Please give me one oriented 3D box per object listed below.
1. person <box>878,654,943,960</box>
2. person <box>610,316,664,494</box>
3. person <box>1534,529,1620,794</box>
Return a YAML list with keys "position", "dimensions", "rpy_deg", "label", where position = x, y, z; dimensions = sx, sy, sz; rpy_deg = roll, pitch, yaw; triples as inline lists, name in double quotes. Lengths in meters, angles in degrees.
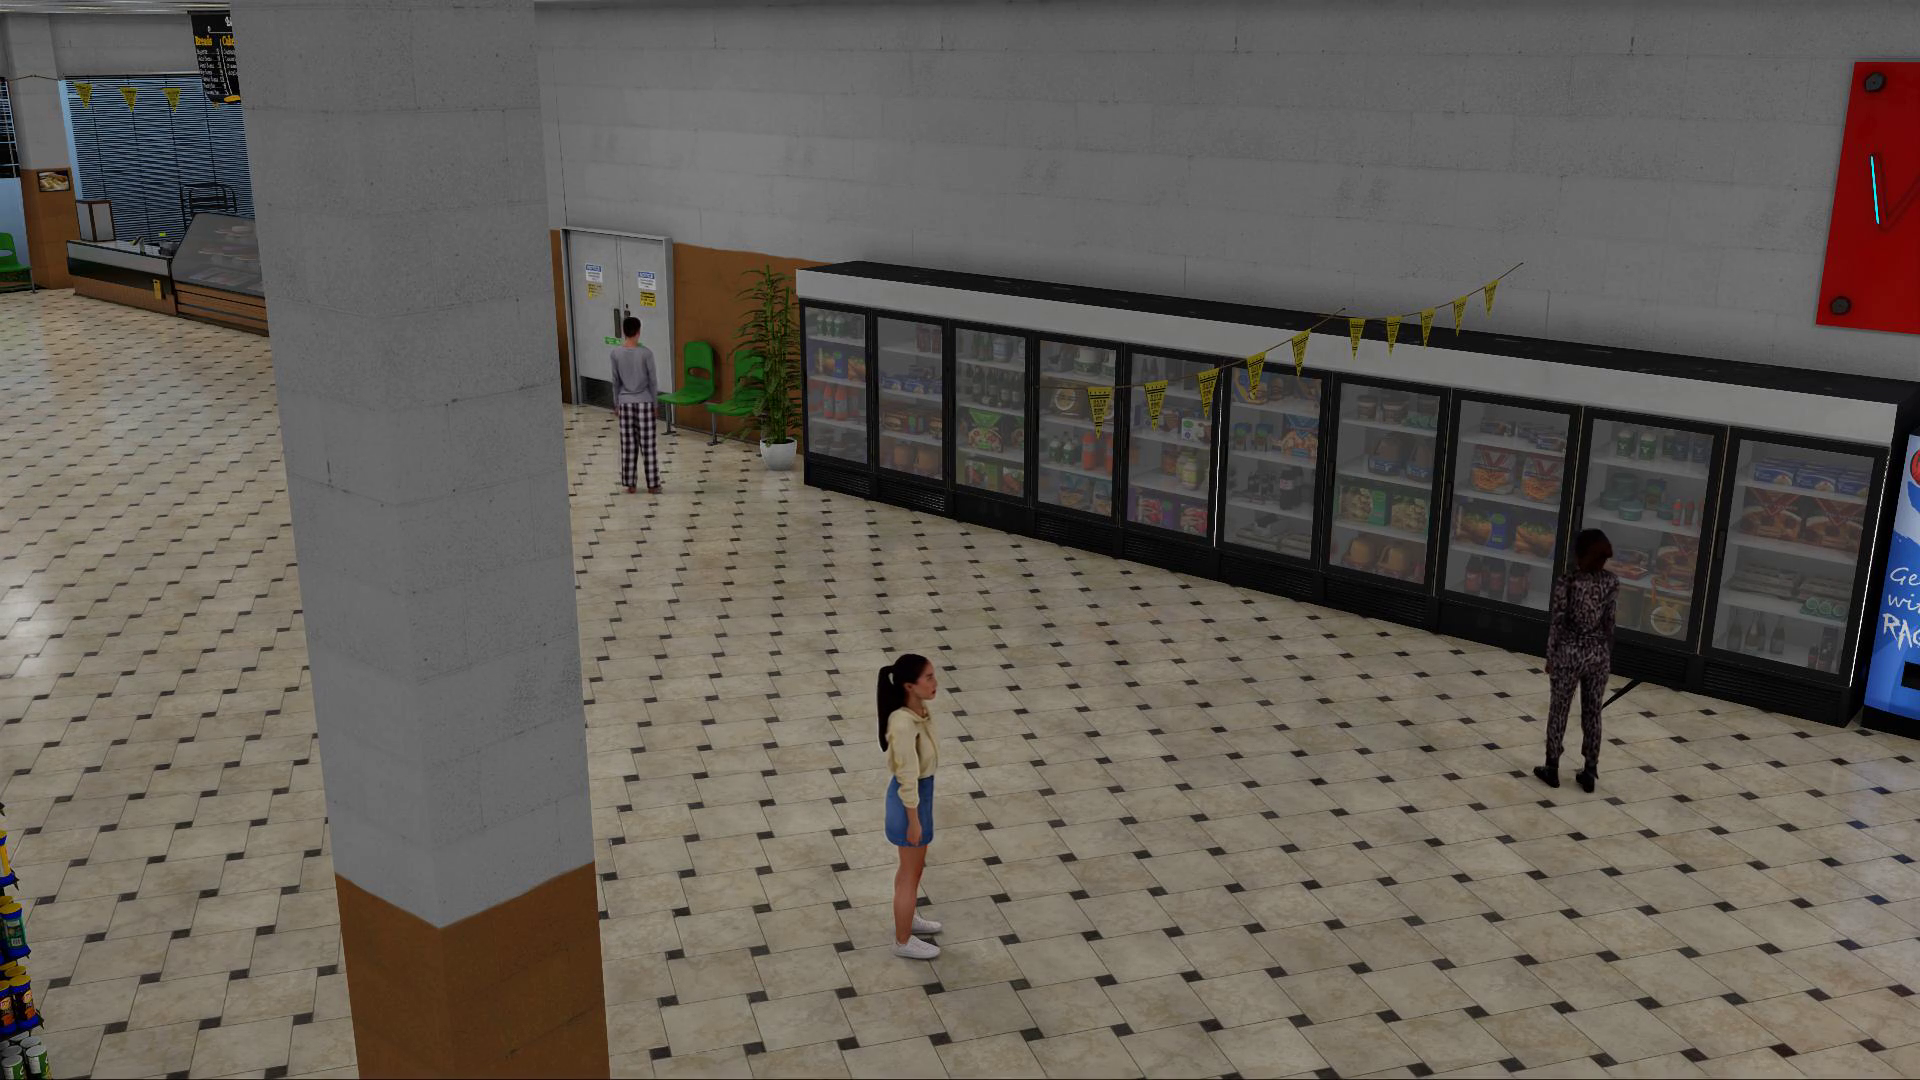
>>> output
- position: [-0.251, 1.355, 8.591]
  dimensions: [0.785, 1.631, 0.698]
  rpy_deg: [0, 17, 1]
  label: "person"
- position: [-3.367, -1.400, 17.294]
  dimensions: [0.714, 1.847, 0.733]
  rpy_deg: [2, 17, 5]
  label: "person"
- position: [3.896, 0.749, 10.444]
  dimensions: [0.698, 1.715, 0.753]
  rpy_deg: [0, 17, 0]
  label: "person"
